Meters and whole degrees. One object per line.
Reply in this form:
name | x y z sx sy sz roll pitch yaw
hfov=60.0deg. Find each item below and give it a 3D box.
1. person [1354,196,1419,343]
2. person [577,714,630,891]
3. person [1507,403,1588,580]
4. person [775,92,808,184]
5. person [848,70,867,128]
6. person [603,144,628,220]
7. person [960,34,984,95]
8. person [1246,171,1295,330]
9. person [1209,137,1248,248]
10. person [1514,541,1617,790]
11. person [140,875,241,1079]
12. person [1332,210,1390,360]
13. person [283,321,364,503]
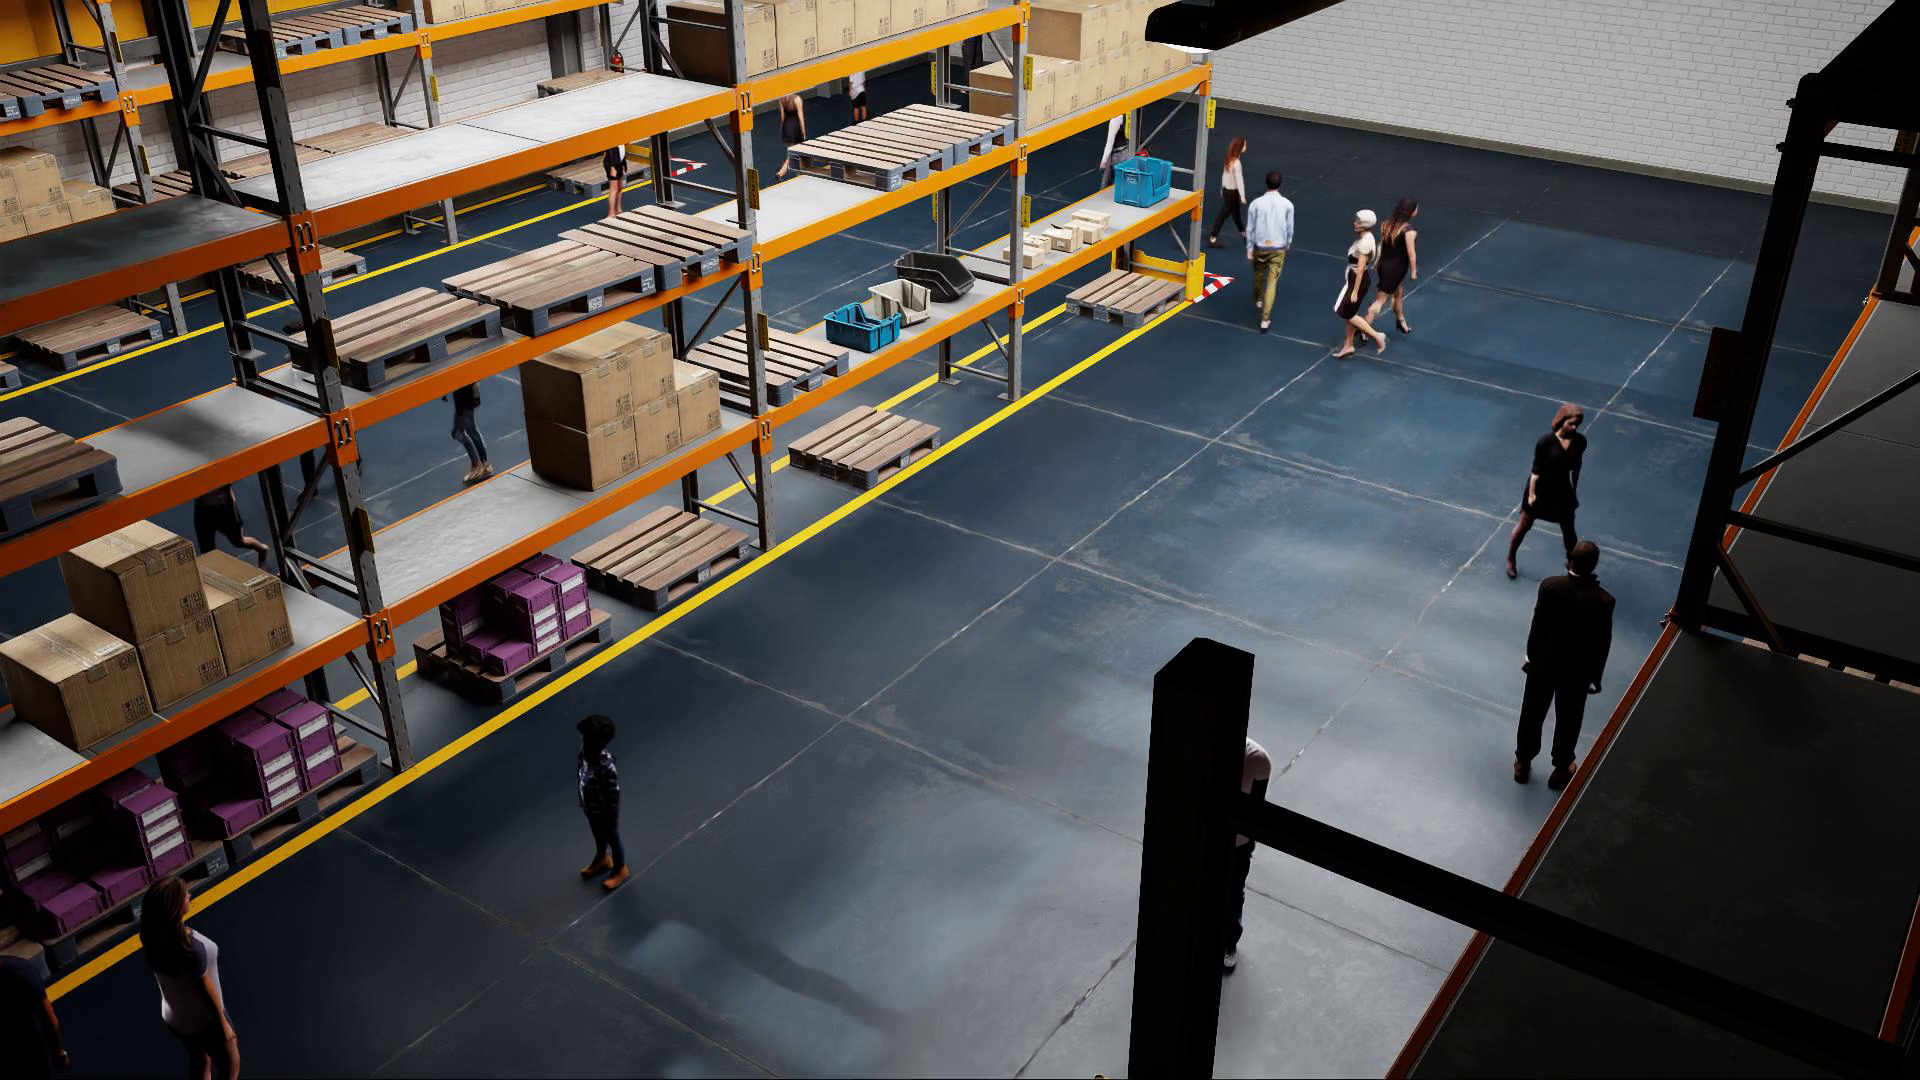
person | 4.807 -2.998 18.748 1.150 1.667 0.989 -11 31 -20
person | -2.296 1.660 10.644 0.507 1.251 0.515 22 36 35
person | 4.962 -0.391 13.955 0.861 1.680 0.897 -2 29 -4
person | -2.477 -5.884 24.054 0.612 1.653 0.989 21 35 33
person | -1.678 -7.385 27.216 0.467 1.259 0.587 -24 37 -37
person | -4.757 -5.173 22.854 0.662 1.552 0.566 6 29 11
person | 0.221 -8.797 29.165 0.594 1.871 0.783 -19 34 -31
person | 3.570 -3.310 19.221 0.986 1.762 1.265 7 29 12
person | 3.474 -4.517 21.761 1.013 1.448 0.953 -5 29 -9
person | 4.147 0.852 11.443 0.716 1.904 0.636 15 32 25
person | -4.008 2.470 8.657 0.599 1.730 0.533 19 34 31
person | 4.446 -2.754 18.228 0.869 1.736 0.896 10 30 17
person | -5.967 -1.258 15.541 0.878 1.682 1.189 8 30 14
